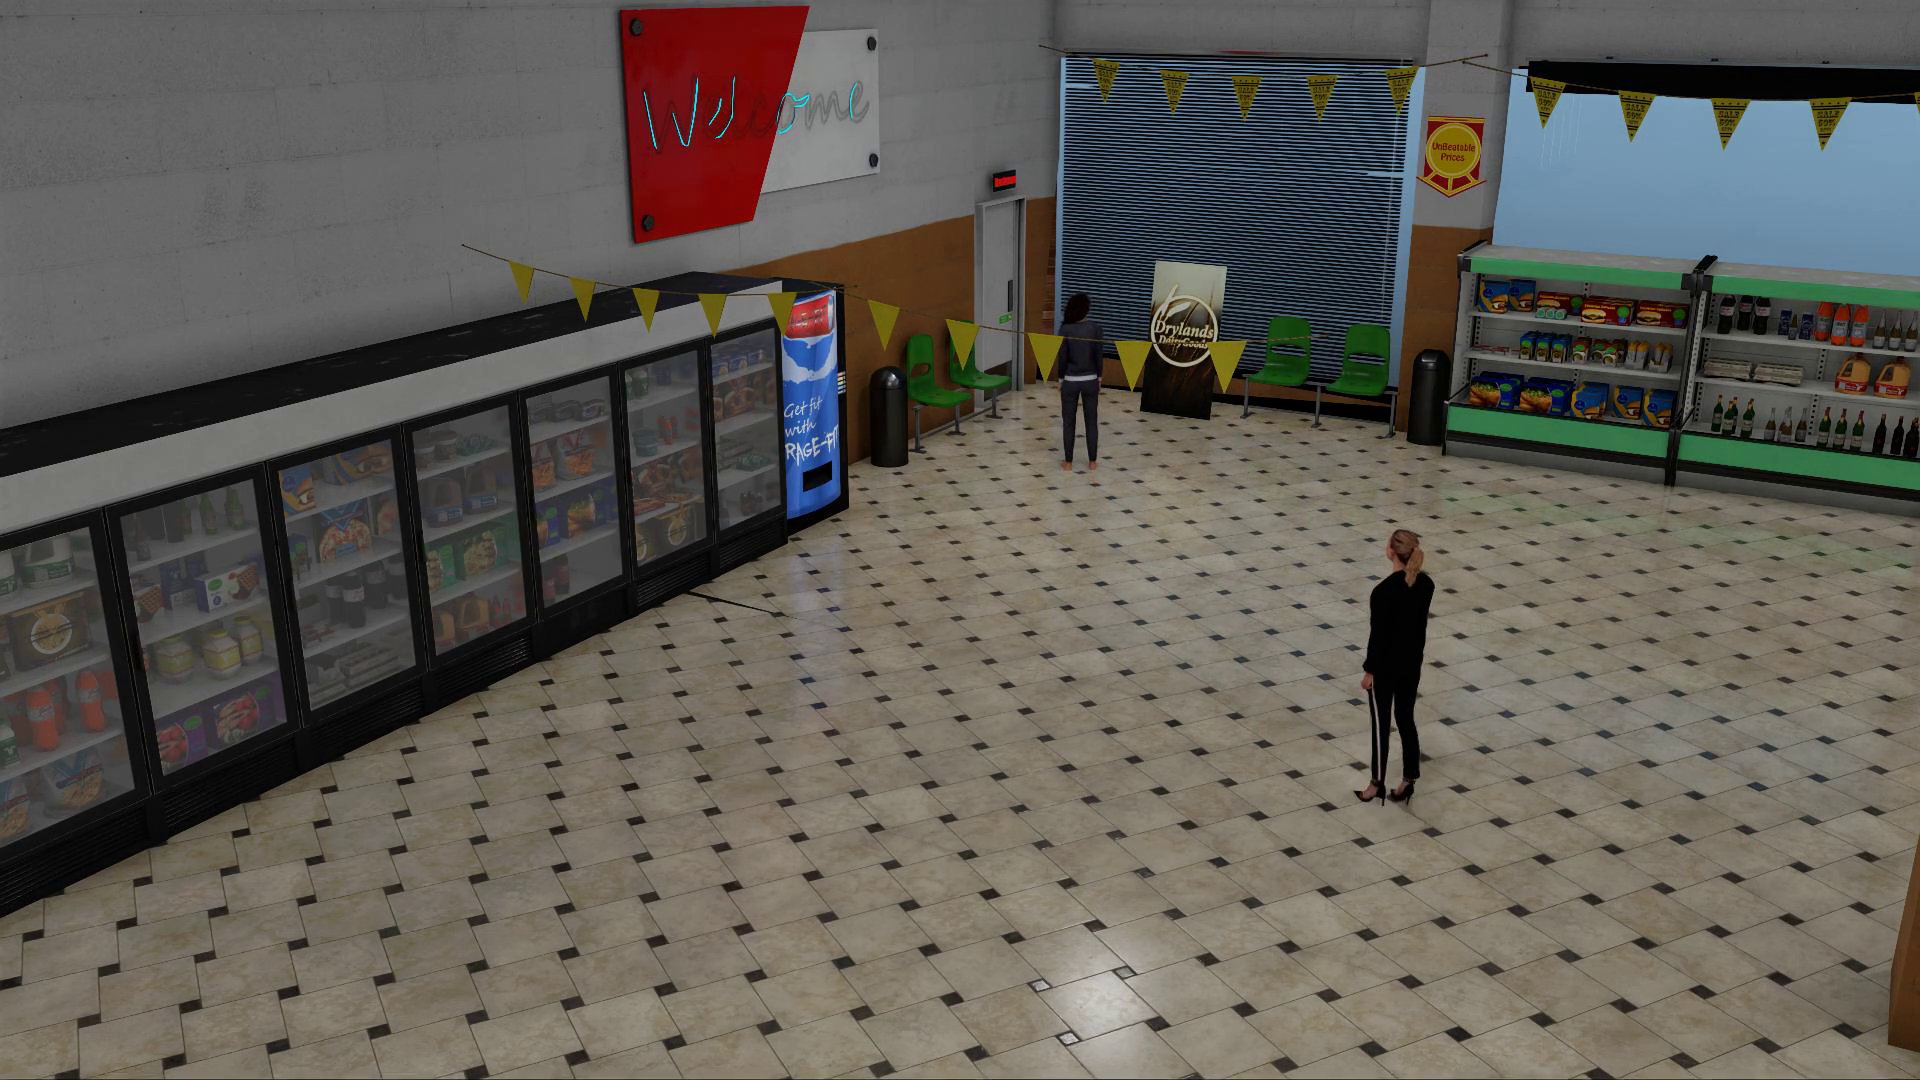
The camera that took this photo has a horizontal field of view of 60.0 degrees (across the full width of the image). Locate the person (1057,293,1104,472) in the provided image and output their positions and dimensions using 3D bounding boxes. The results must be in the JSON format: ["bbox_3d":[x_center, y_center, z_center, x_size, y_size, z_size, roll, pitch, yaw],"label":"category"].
[{"bbox_3d":[1.189,-1.563,16.448,0.637,1.767,0.746,-1,19,-3],"label":"person"}]

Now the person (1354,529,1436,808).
[{"bbox_3d":[2.542,0.757,9.658,0.703,1.708,0.719,-9,21,-26],"label":"person"}]
